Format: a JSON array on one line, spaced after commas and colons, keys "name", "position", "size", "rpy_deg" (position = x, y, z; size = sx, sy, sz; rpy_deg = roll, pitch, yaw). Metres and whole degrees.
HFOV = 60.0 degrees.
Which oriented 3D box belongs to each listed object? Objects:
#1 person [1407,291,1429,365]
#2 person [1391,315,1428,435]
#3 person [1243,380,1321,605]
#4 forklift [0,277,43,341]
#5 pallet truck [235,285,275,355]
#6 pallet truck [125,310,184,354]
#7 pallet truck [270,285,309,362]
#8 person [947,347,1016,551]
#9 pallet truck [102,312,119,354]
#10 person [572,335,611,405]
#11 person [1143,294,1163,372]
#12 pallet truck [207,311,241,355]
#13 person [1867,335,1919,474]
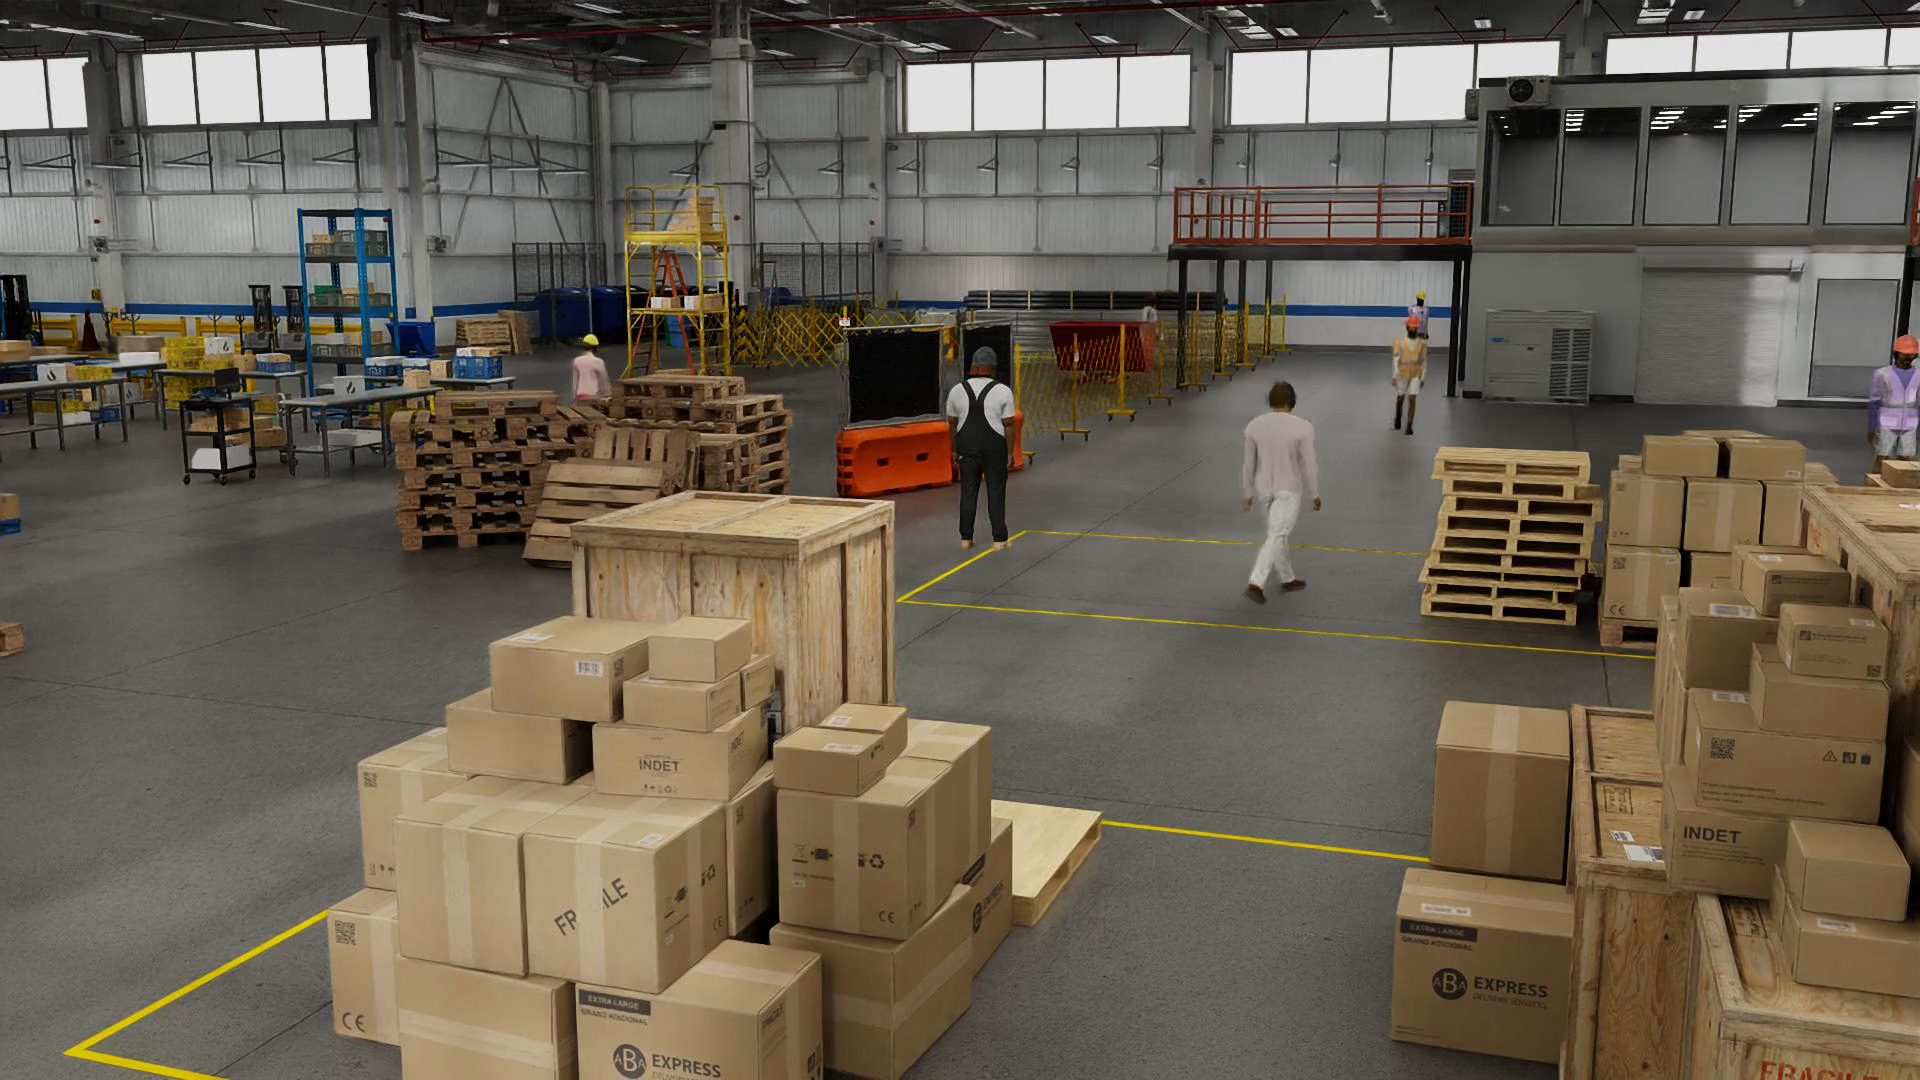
[{"name": "person", "position": [11.036, -5.023, 40.044], "size": [0.587, 1.928, 0.363], "rpy_deg": [-4, 11, -22]}, {"name": "person", "position": [7.201, -2.647, 26.663], "size": [0.563, 1.927, 0.423], "rpy_deg": [1, 10, 4]}, {"name": "person", "position": [2.706, -0.413, 14.216], "size": [0.636, 1.903, 1.024], "rpy_deg": [10, 14, 44]}, {"name": "forklift", "position": [-27.151, -6.329, 46.328], "size": [1.157, 1.987, 2.680], "rpy_deg": [3, 11, 17]}, {"name": "pallet truck", "position": [-18.327, -5.835, 44.421], "size": [0.823, 1.965, 1.885], "rpy_deg": [4, 11, 23]}, {"name": "pallet truck", "position": [-22.038, -5.665, 45.457], "size": [0.704, 1.261, 1.522], "rpy_deg": [3, 11, 17]}, {"name": "pallet truck", "position": [-17.147, -5.700, 43.663], "size": [0.823, 1.965, 1.885], "rpy_deg": [3, 11, 17]}, {"name": "person", "position": [0.245, -0.917, 16.603], "size": [0.688, 2.000, 0.536], "rpy_deg": [3, 11, 18]}, {"name": "pallet truck", "position": [-23.057, -5.777, 46.261], "size": [0.680, 1.201, 1.601], "rpy_deg": [3, 11, 19]}, {"name": "person", "position": [-5.307, -2.097, 24.112], "size": [0.538, 1.740, 0.772], "rpy_deg": [6, 11, 28]}, {"name": "person", "position": [4.659, -4.940, 39.770], "size": [0.754, 1.855, 0.602], "rpy_deg": [-3, 10, -16]}, {"name": "pallet truck", "position": [-19.537, -5.575, 44.913], "size": [0.653, 1.274, 1.630], "rpy_deg": [3, 11, 19]}, {"name": "person", "position": [10.524, -1.281, 18.652], "size": [0.615, 2.038, 0.396], "rpy_deg": [2, 10, 12]}]
